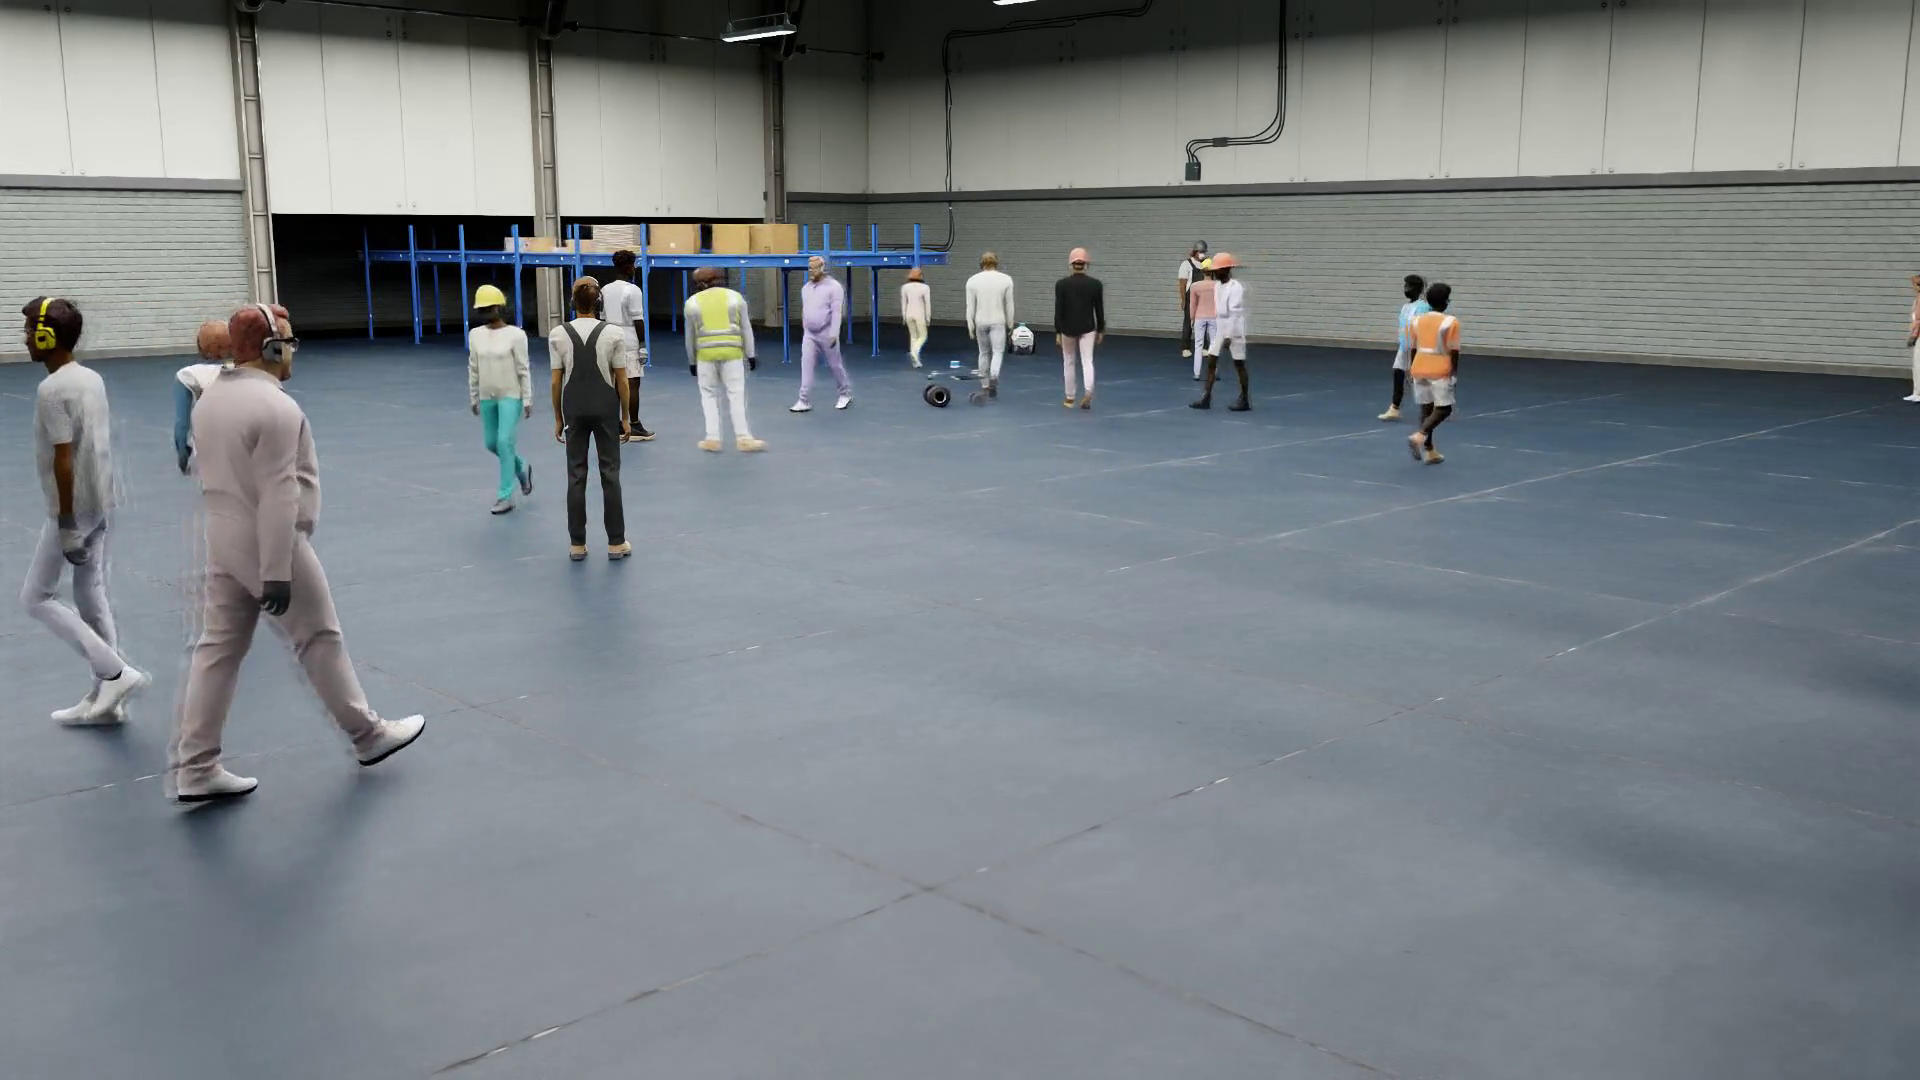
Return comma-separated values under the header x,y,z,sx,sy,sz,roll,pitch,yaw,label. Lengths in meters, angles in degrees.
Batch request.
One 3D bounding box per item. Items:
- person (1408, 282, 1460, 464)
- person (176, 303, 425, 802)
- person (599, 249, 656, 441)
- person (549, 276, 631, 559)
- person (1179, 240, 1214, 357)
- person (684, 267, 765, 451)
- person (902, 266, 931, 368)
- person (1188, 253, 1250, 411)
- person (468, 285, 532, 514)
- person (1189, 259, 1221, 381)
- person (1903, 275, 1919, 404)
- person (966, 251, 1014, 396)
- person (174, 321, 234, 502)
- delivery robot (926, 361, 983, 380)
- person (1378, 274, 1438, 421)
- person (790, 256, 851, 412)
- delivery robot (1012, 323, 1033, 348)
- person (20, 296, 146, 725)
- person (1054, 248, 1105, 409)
x,y,z,sx,sy,sz,roll,pitch,yaw,label
4.319,-1.527,15.303,0.558,1.682,0.547,-8,13,-37,person
-2.604,0.034,6.355,0.664,1.847,1.010,8,13,36,person
-3.468,-2.025,17.276,0.602,1.966,0.368,8,13,36,person
-2.413,-0.796,10.905,0.507,1.846,0.343,-1,10,-4,person
4.192,-4.212,29.111,0.688,2.000,0.536,-4,11,-23,person
-2.325,-1.791,16.476,0.776,1.810,0.433,-2,11,-9,person
-0.715,-3.563,26.617,0.501,1.617,0.489,5,11,25,person
3.154,-2.492,20.023,0.899,1.887,0.551,-6,12,-28,person
-3.542,-1.116,12.957,0.537,1.744,0.702,3,11,18,person
3.613,-3.215,24.303,0.525,1.772,0.305,2,11,12,person
12.208,-2.546,21.056,0.397,1.630,0.622,8,13,37,person
0.387,-2.841,21.883,0.634,1.915,0.818,1,10,8,person
-4.467,-0.525,10.106,0.533,1.602,0.851,-6,12,-28,person
-0.069,-2.127,20.833,0.698,0.223,0.335,-2,11,-11,delivery robot
5.219,-2.194,18.981,0.761,1.673,0.531,-3,11,-14,person
-1.661,-2.504,20.178,0.646,1.867,0.975,6,12,31,person
1.120,-3.655,29.875,0.477,0.478,0.707,-1,10,-2,delivery robot
-3.822,-0.112,7.138,0.400,1.853,0.523,0,10,-1,person
1.467,-2.579,20.314,0.630,1.964,0.908,-1,10,-5,person
